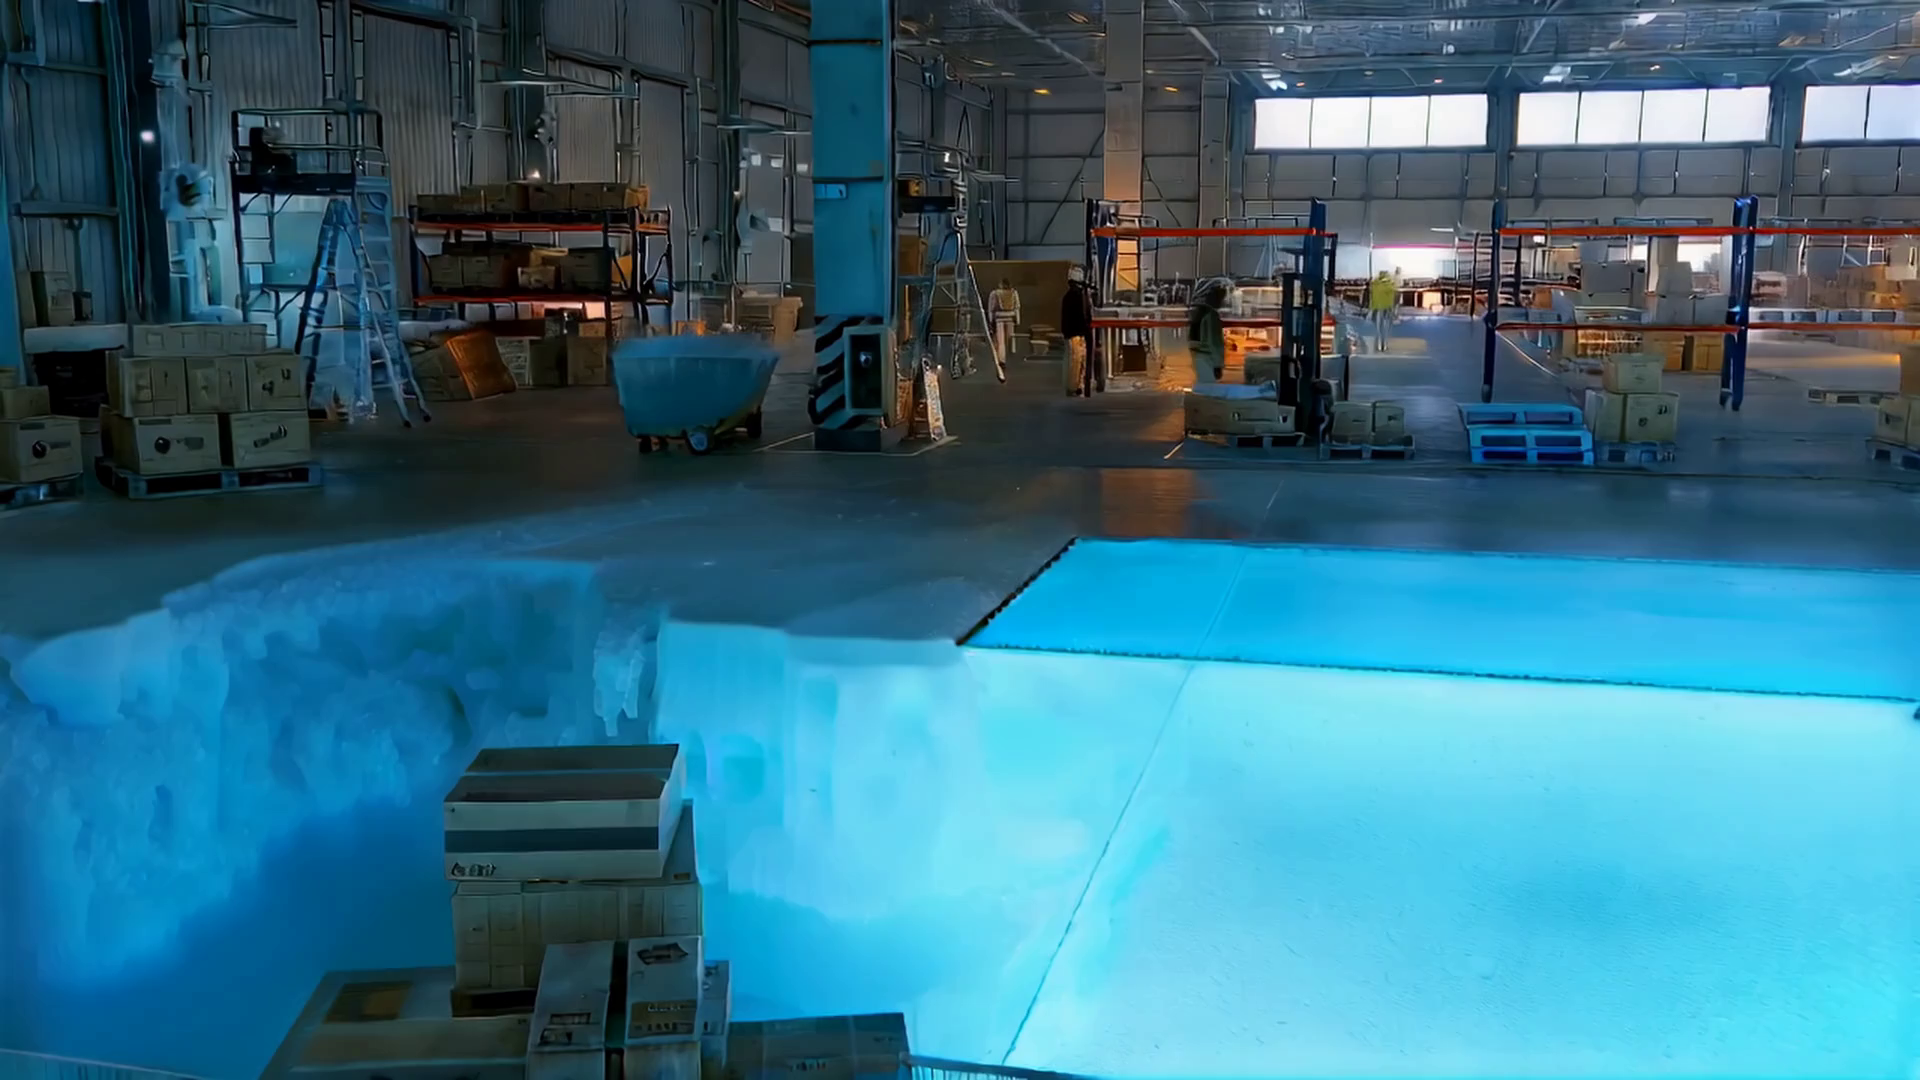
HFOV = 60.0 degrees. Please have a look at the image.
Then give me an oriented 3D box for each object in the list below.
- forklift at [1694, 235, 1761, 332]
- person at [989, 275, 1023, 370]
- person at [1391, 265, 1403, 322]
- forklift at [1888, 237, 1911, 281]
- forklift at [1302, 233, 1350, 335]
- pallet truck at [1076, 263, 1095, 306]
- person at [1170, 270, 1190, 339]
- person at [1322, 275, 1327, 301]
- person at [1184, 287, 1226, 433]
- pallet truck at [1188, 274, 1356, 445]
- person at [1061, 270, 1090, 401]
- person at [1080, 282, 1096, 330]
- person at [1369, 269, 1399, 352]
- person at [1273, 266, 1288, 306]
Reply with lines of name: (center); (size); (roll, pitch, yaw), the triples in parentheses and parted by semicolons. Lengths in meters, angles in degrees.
forklift: (22.425, -7.519, 48.677); (1.873, 2.768, 1.129); (2, 10, 14)
person: (0.885, -4.214, 32.281); (0.586, 1.832, 0.963); (-3, 10, -18)
person: (14.851, -8.363, 56.461); (0.375, 1.932, 0.544); (6, 12, 33)
forklift: (30.791, -8.527, 54.608); (1.873, 2.768, 1.129); (2, 10, 14)
forklift: (9.694, -6.888, 44.961); (1.129, 2.768, 1.873); (-2, 10, -14)
pallet truck: (4.325, -8.180, 55.162); (0.823, 1.965, 1.885); (6, 11, 31)
person: (5.946, -6.345, 44.820); (0.593, 1.838, 0.340); (-3, 10, -17)
person: (9.509, -6.138, 43.885); (0.301, 1.745, 0.483); (6, 11, 33)
person: (3.149, -2.210, 20.578); (0.824, 1.806, 0.638); (-2, 10, -14)
pallet truck: (3.653, -2.138, 19.590); (1.885, 1.965, 0.823); (-4, 10, -20)
person: (1.764, -3.125, 25.414); (0.400, 1.989, 0.623); (-4, 10, -22)
person: (3.637, -6.918, 48.960); (0.901, 1.577, 0.530); (9, 13, 42)
person: (9.805, -5.298, 38.460); (0.654, 1.900, 0.875); (2, 10, 10)
person: (9.666, -7.224, 49.709); (0.630, 1.940, 0.372); (1, 10, 8)
